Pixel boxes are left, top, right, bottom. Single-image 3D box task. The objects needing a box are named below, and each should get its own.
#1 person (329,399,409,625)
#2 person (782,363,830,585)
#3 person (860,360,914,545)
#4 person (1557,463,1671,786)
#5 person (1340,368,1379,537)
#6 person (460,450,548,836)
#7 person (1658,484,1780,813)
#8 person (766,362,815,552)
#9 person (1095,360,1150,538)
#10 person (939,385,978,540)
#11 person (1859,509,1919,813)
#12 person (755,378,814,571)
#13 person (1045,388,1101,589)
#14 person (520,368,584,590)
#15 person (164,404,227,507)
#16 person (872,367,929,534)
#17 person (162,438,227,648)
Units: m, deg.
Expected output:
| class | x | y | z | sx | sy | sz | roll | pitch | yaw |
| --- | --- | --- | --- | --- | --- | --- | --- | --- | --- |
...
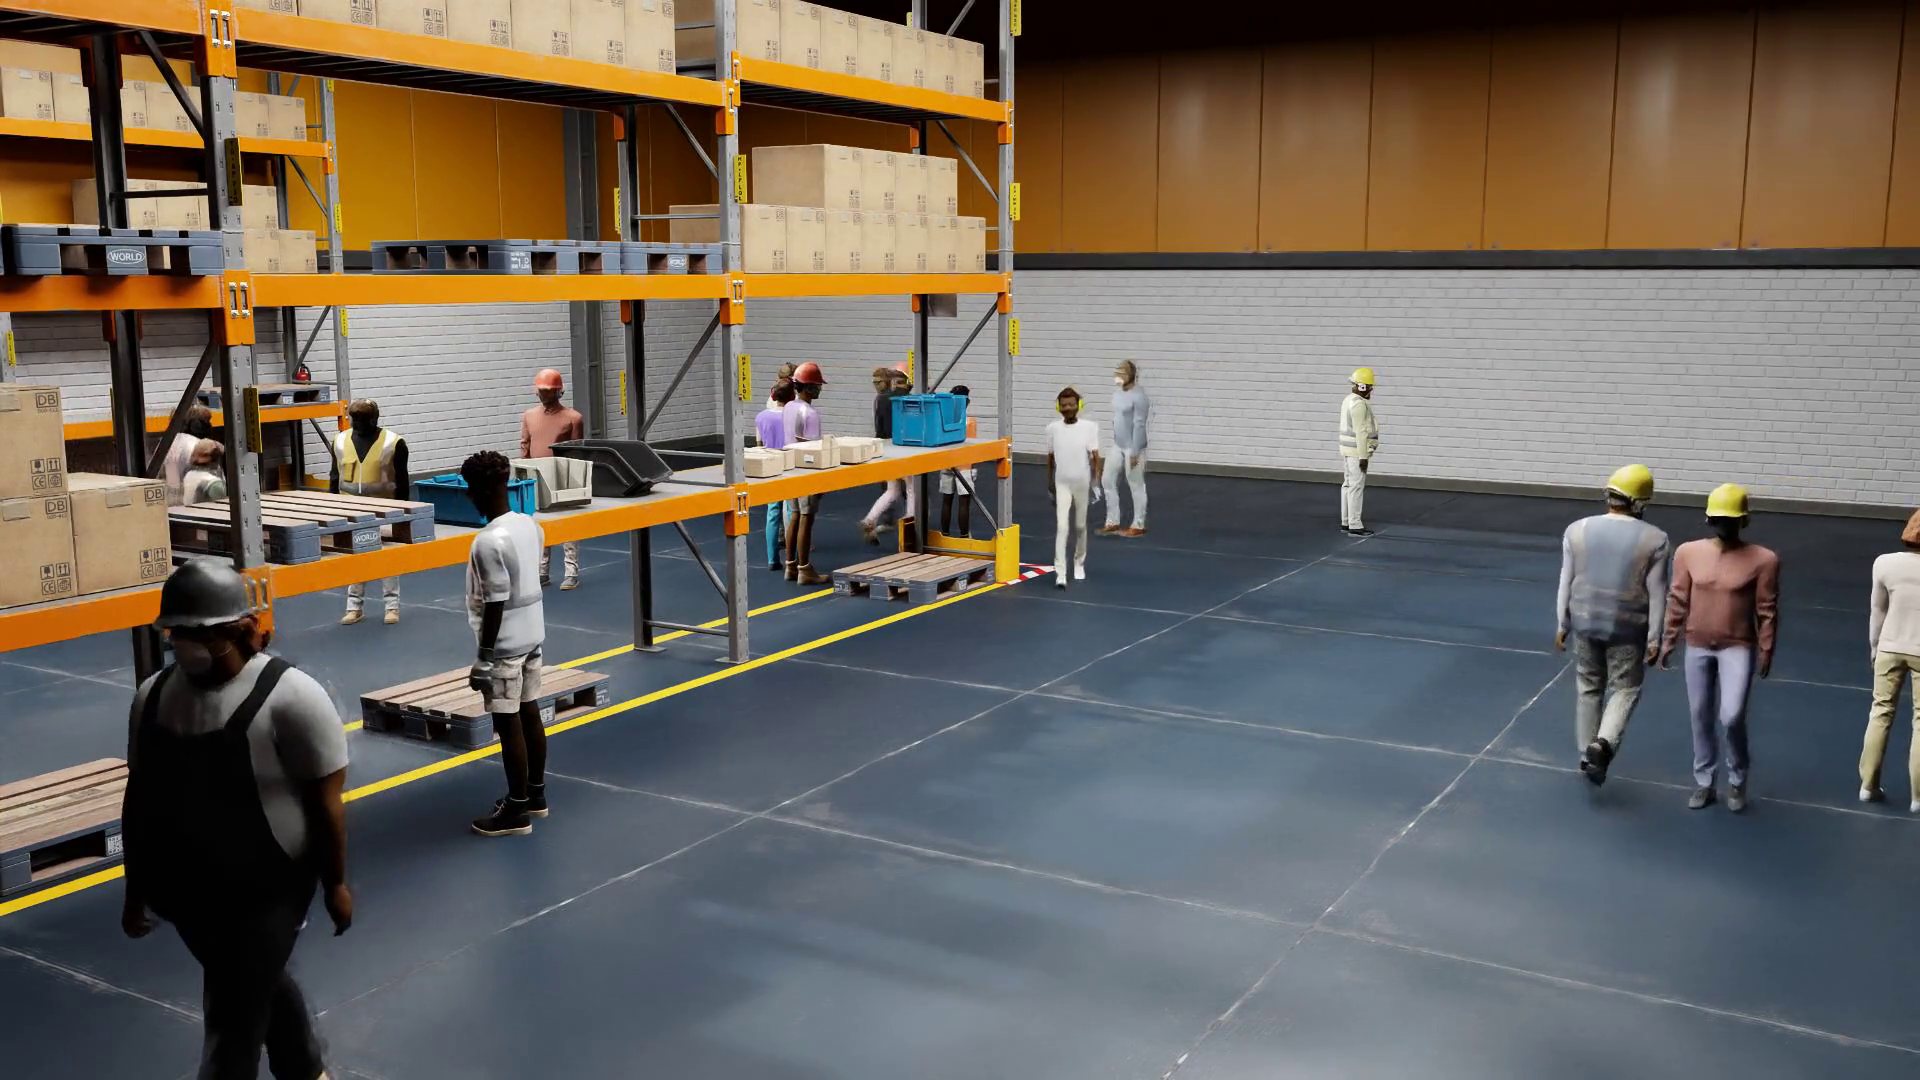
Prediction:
| class | x | y | z | sx | sy | sz | roll | pitch | yaw |
| --- | --- | --- | --- | --- | --- | --- | --- | --- | --- |
| person | -4.785 | -0.226 | 13.470 | 0.619 | 1.839 | 0.430 | -1 | 9 | -4 |
| person | -1.400 | -0.598 | 15.194 | 0.398 | 2.039 | 0.607 | -5 | 10 | -29 |
| person | -0.657 | -0.864 | 17.089 | 0.641 | 1.955 | 0.747 | 8 | 12 | 40 |
| person | 3.573 | 0.479 | 9.175 | 0.619 | 1.806 | 0.625 | 7 | 12 | 38 |
| person | 4.319 | -0.950 | 18.011 | 0.403 | 1.829 | 0.588 | 0 | 9 | -1 |
| person | -2.314 | 0.518 | 8.442 | 0.384 | 1.959 | 0.600 | 1 | 9 | 8 |
| person | 3.980 | 0.573 | 8.741 | 0.534 | 1.753 | 0.400 | 8 | 12 | 41 |
| person | -1.751 | -0.840 | 16.980 | 0.375 | 1.940 | 0.627 | -6 | 11 | -33 |
| person | 1.712 | -0.956 | 17.758 | 0.701 | 1.917 | 0.662 | -5 | 10 | -27 |
| person | -0.023 | -0.746 | 17.142 | 0.535 | 1.697 | 0.321 | 8 | 12 | 43 |
| person | 5.068 | 0.625 | 8.823 | 0.282 | 1.626 | 0.491 | -7 | 12 | -39 |
| person | -1.672 | -0.611 | 15.828 | 0.564 | 1.850 | 0.389 | 3 | 10 | 20 |
| person | 1.024 | -0.480 | 15.146 | 0.506 | 1.814 | 1.009 | 1 | 9 | 5 |
| person | -3.669 | -0.544 | 14.956 | 0.612 | 1.997 | 0.376 | 2 | 9 | 12 |
| person | -6.168 | -0.188 | 13.338 | 0.643 | 1.810 | 0.888 | 9 | 13 | 44 |
| person | -0.701 | -0.983 | 18.236 | 0.623 | 1.823 | 0.548 | -7 | 11 | -37 |
| person | -5.774 | 0.023 | 12.686 | 0.856 | 1.587 | 0.529 | -8 | 12 | -42 |
